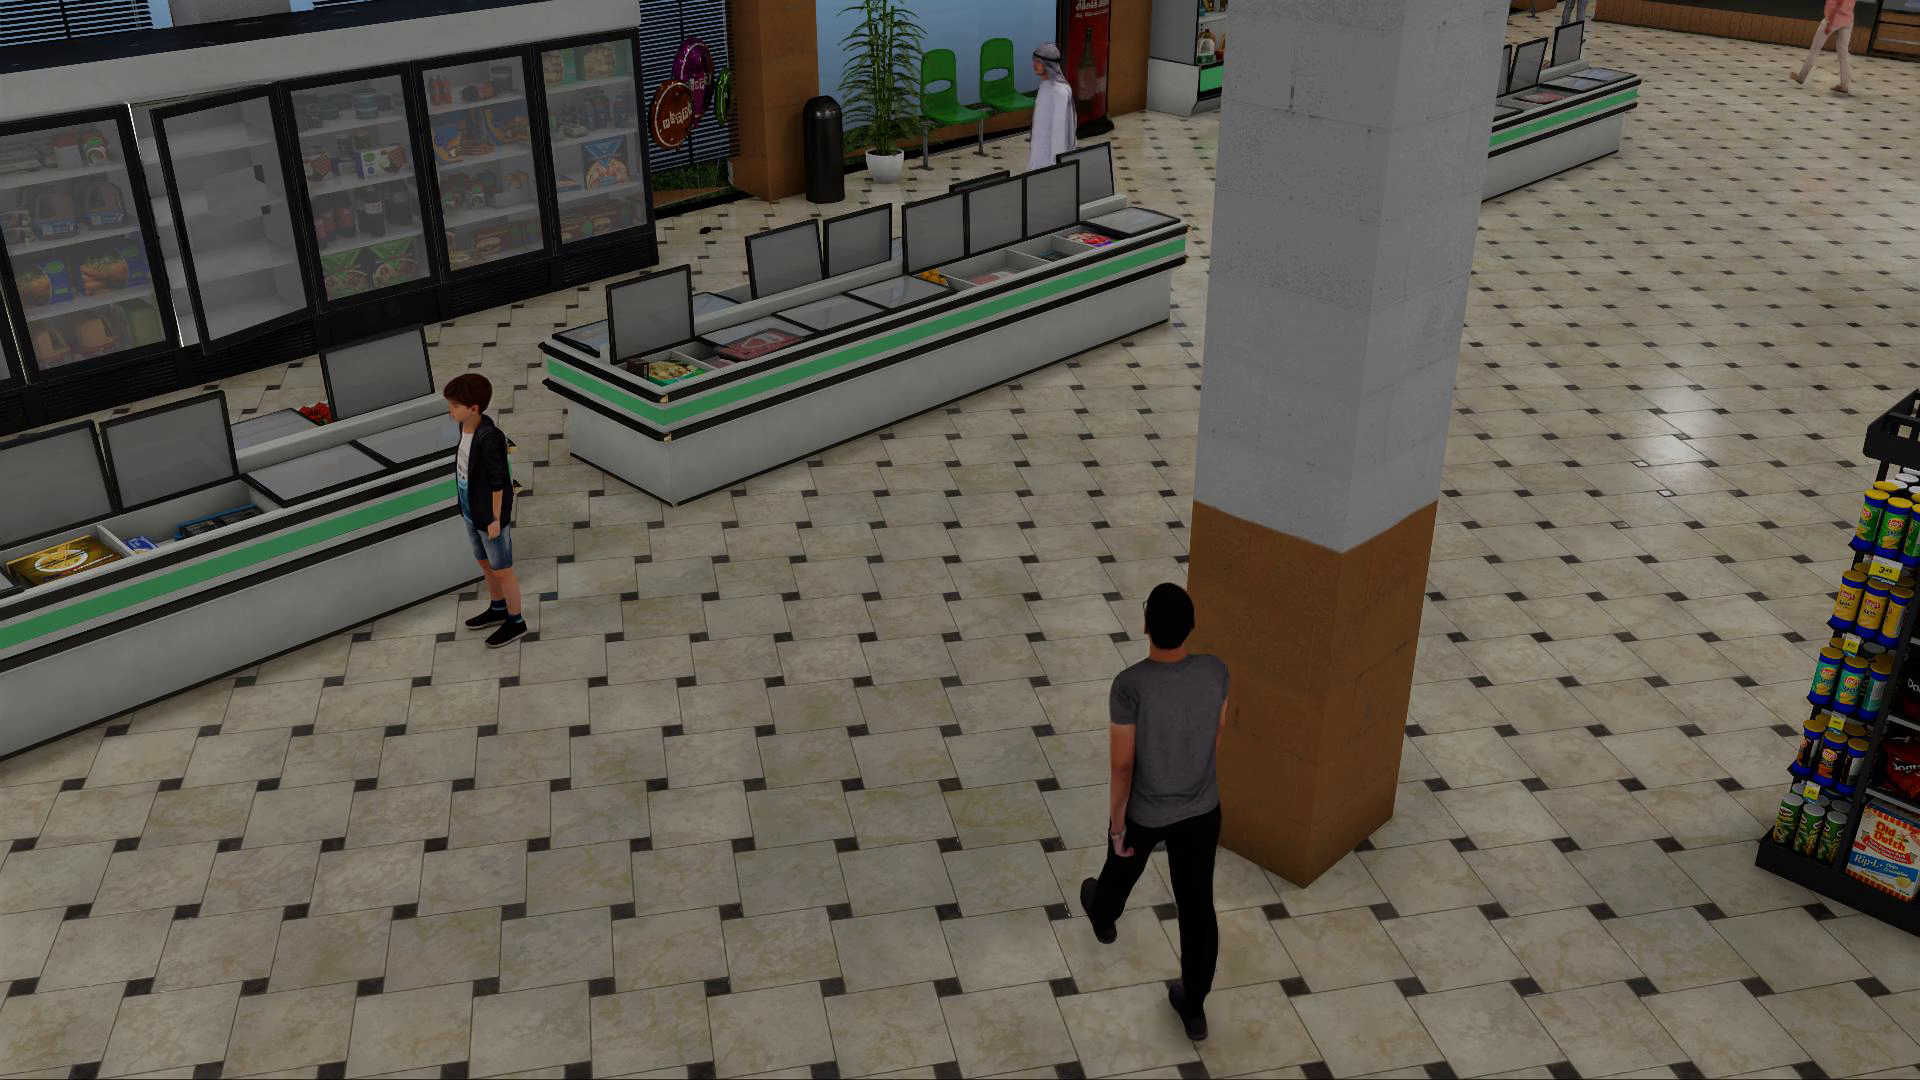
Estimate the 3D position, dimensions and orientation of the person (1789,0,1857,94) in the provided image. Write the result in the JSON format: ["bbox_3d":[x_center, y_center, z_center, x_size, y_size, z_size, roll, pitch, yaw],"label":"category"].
[{"bbox_3d":[10.783,-6.298,20.300,1.152,1.671,0.997,-9,28,-18],"label":"person"}]

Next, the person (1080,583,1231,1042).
[{"bbox_3d":[0.762,0.997,5.863,1.118,1.719,1.060,-5,27,-10],"label":"person"}]

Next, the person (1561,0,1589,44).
[{"bbox_3d":[8.730,-7.881,23.414,0.571,1.678,0.604,-24,35,-38],"label":"person"}]

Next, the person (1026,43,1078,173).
[{"bbox_3d":[0.822,-3.135,13.796,1.023,1.911,0.925,-6,27,-11],"label":"person"}]

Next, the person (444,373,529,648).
[{"bbox_3d":[-2.412,-0.164,8.452,0.540,1.447,0.552,-20,33,-34],"label":"person"}]
